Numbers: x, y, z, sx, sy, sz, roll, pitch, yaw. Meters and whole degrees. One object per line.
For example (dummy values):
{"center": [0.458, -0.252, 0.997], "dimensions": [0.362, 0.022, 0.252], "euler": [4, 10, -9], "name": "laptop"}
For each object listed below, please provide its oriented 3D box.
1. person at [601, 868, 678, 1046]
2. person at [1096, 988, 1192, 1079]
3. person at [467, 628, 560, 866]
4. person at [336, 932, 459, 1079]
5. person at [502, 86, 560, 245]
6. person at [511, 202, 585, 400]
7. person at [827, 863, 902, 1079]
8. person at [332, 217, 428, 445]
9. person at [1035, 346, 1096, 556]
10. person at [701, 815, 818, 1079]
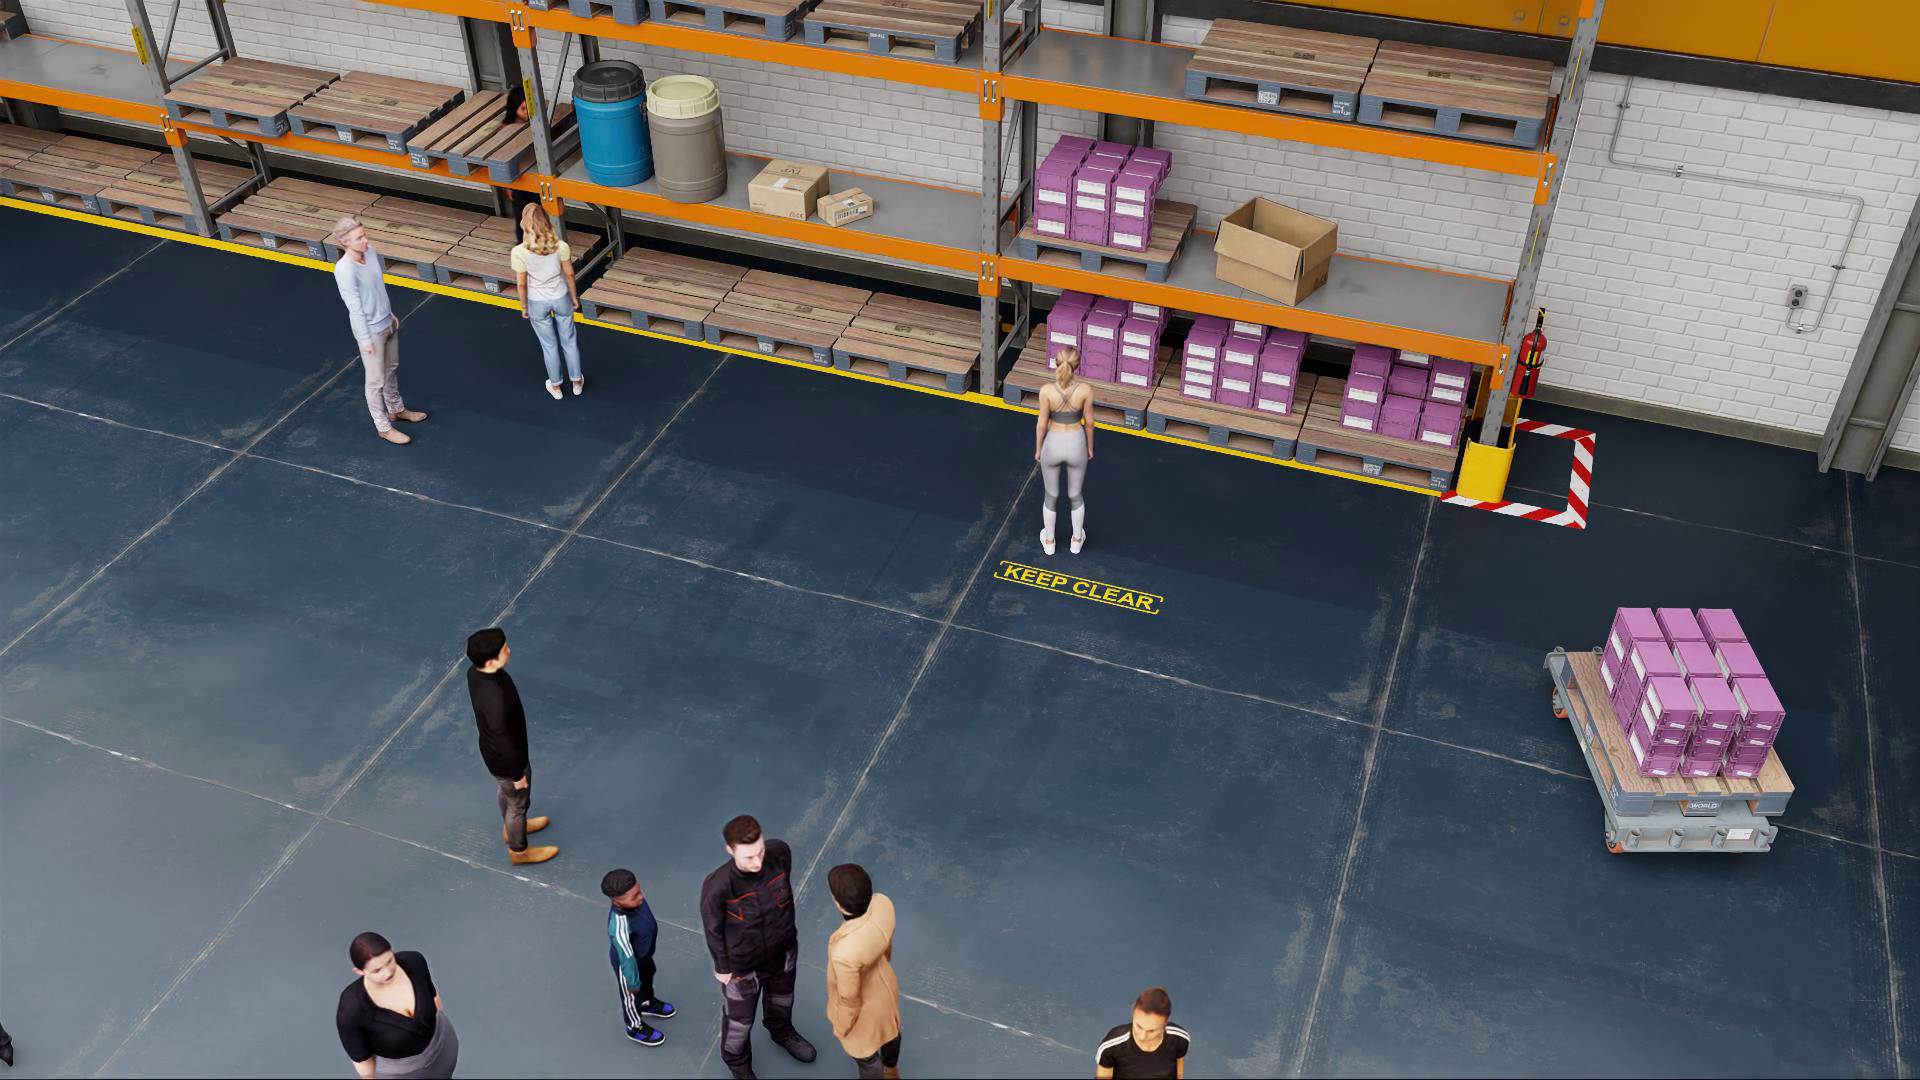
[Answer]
{"center": [-1.706, 2.147, 8.688], "dimensions": [0.527, 1.255, 0.532], "euler": [4, 39, 5], "name": "person"}
{"center": [0.820, 2.616, 7.770], "dimensions": [0.595, 1.668, 0.714], "euler": [-4, 39, -6], "name": "person"}
{"center": [-2.608, 1.182, 9.524], "dimensions": [0.756, 1.720, 0.697], "euler": [-16, 41, -19], "name": "person"}
{"center": [-2.642, 2.451, 7.902], "dimensions": [0.699, 1.760, 0.723], "euler": [23, 44, 26], "name": "person"}
{"center": [-3.852, -3.231, 14.974], "dimensions": [0.775, 1.813, 0.826], "euler": [-19, 42, -22], "name": "person"}
{"center": [-3.307, -1.917, 13.402], "dimensions": [0.699, 1.722, 0.767], "euler": [-15, 41, -18], "name": "person"}
{"center": [-0.464, 2.225, 8.213], "dimensions": [0.631, 1.726, 0.654], "euler": [16, 41, 19], "name": "person"}
{"center": [-4.561, -1.652, 12.933], "dimensions": [0.637, 1.894, 0.708], "euler": [6, 39, 7], "name": "person"}
{"center": [0.738, -0.632, 11.809], "dimensions": [0.556, 1.702, 0.691], "euler": [0, 39, 0], "name": "person"}
{"center": [-1.010, 2.041, 8.295], "dimensions": [0.770, 1.911, 0.744], "euler": [-31, 48, -33], "name": "person"}
